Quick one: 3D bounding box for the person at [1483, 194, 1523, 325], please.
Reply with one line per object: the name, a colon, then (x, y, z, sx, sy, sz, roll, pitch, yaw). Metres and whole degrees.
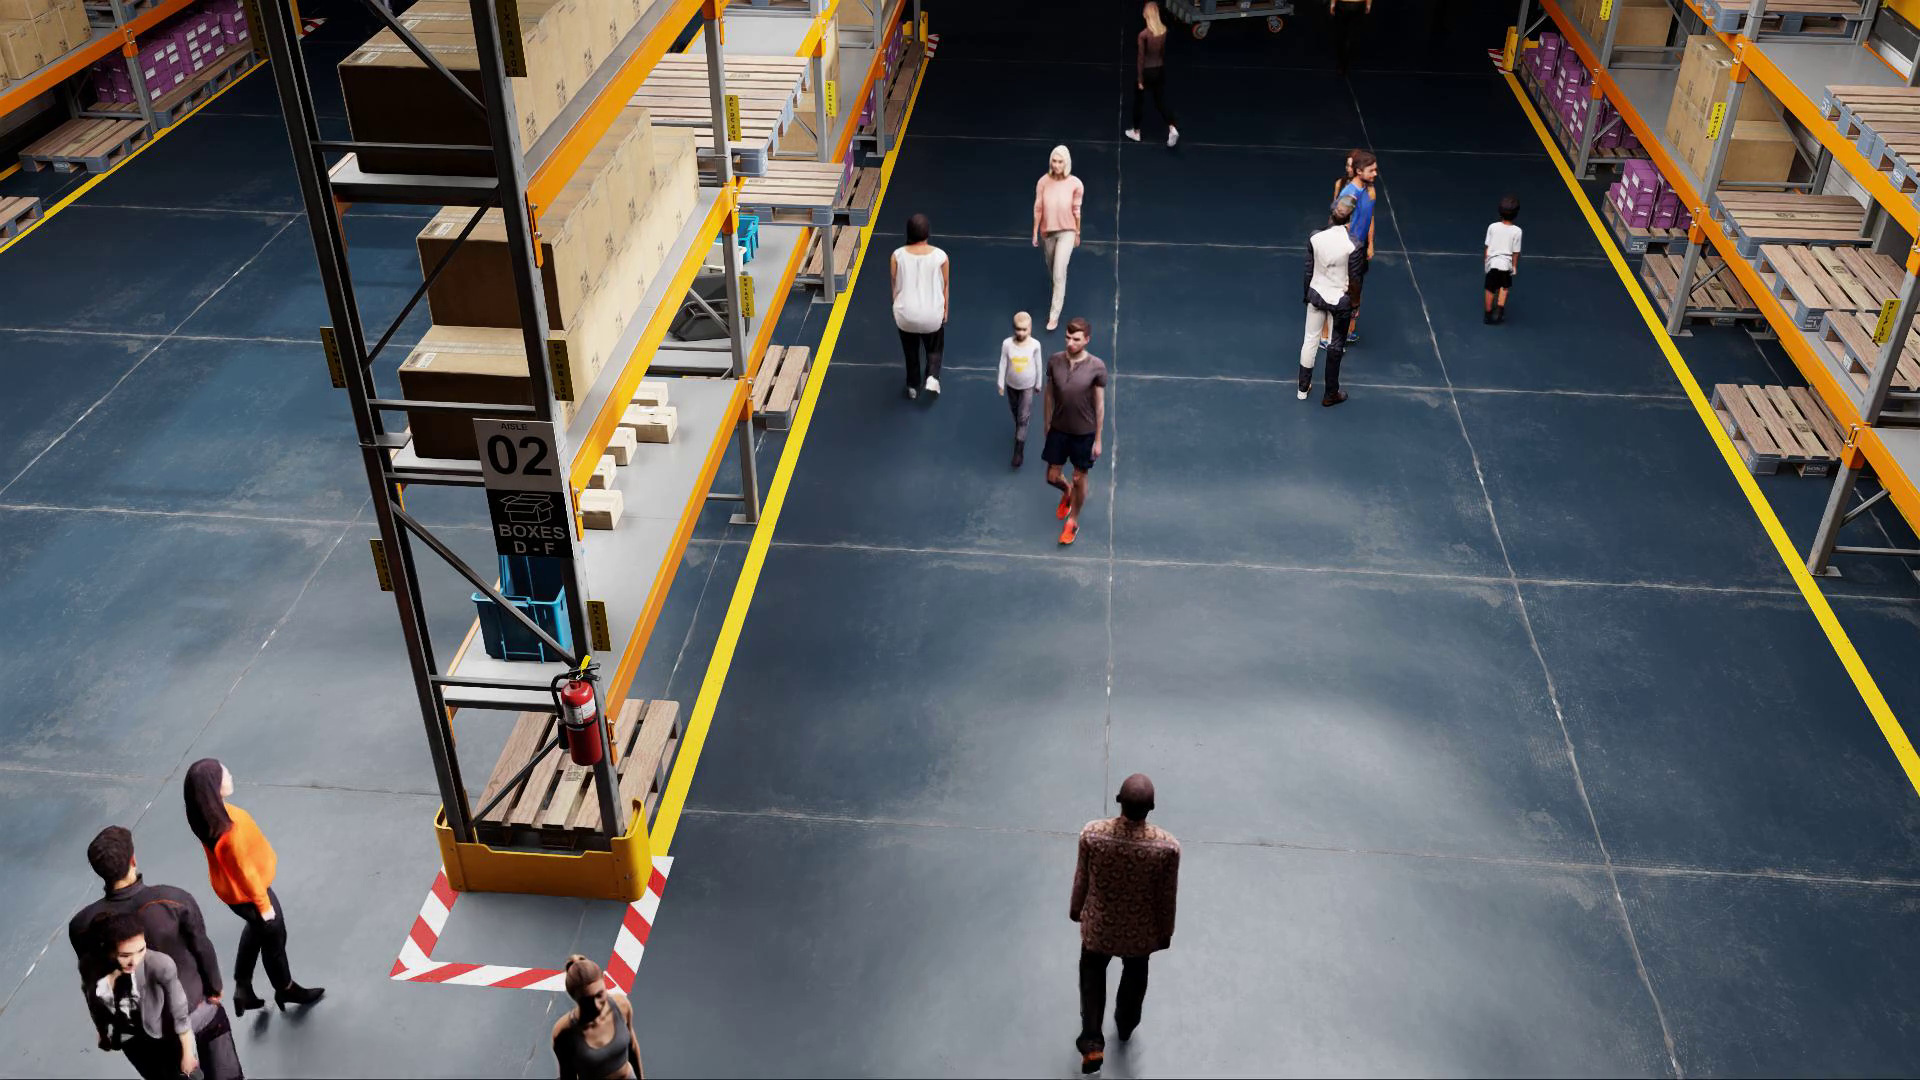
person: (5.075, -2.610, 15.656, 0.522, 1.250, 0.539, 12, 35, 17)

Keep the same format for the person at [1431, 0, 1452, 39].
person: (6.844, -7.939, 23.248, 0.824, 1.721, 0.686, 18, 37, 24)

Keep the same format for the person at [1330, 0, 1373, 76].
person: (5.087, -6.943, 21.758, 0.879, 1.711, 1.249, 11, 35, 16)

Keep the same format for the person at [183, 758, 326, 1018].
person: (-3.690, 1.815, 8.548, 0.854, 1.748, 0.794, -28, 43, -35)

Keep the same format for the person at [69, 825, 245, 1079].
person: (-3.744, 2.198, 7.816, 0.941, 1.922, 1.039, -14, 36, -20)

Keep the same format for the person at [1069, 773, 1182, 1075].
person: (0.794, 1.961, 8.295, 0.685, 1.785, 0.927, 4, 34, 6)

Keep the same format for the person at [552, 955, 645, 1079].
person: (-1.613, 2.519, 7.531, 0.643, 1.702, 0.702, -25, 41, -32)

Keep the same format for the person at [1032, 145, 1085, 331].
person: (0.939, -2.922, 15.731, 0.749, 1.686, 1.179, 9, 35, 13)

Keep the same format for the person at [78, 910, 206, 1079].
person: (-3.794, 2.330, 7.861, 0.692, 1.650, 0.592, 13, 36, 18)

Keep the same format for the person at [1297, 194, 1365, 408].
person: (3.167, -2.051, 14.234, 0.771, 1.893, 0.774, 22, 39, 29)

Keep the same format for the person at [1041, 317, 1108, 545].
person: (0.896, -0.858, 12.486, 0.775, 1.840, 0.840, 13, 36, 19)

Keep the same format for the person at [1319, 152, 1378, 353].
person: (3.533, -2.639, 15.142, 0.761, 1.866, 0.655, 22, 39, 29)

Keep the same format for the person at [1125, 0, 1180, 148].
person: (2.298, -5.427, 19.505, 1.011, 1.681, 1.151, -19, 38, -27)

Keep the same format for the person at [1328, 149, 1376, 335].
person: (3.588, -2.705, 15.272, 0.749, 1.833, 0.725, -28, 43, -35)

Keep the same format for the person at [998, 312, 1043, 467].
person: (0.501, -1.308, 13.696, 0.561, 1.251, 0.930, 6, 34, 9)

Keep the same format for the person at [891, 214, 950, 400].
person: (-0.362, -1.962, 14.295, 0.653, 1.677, 0.660, 2, 34, 3)
